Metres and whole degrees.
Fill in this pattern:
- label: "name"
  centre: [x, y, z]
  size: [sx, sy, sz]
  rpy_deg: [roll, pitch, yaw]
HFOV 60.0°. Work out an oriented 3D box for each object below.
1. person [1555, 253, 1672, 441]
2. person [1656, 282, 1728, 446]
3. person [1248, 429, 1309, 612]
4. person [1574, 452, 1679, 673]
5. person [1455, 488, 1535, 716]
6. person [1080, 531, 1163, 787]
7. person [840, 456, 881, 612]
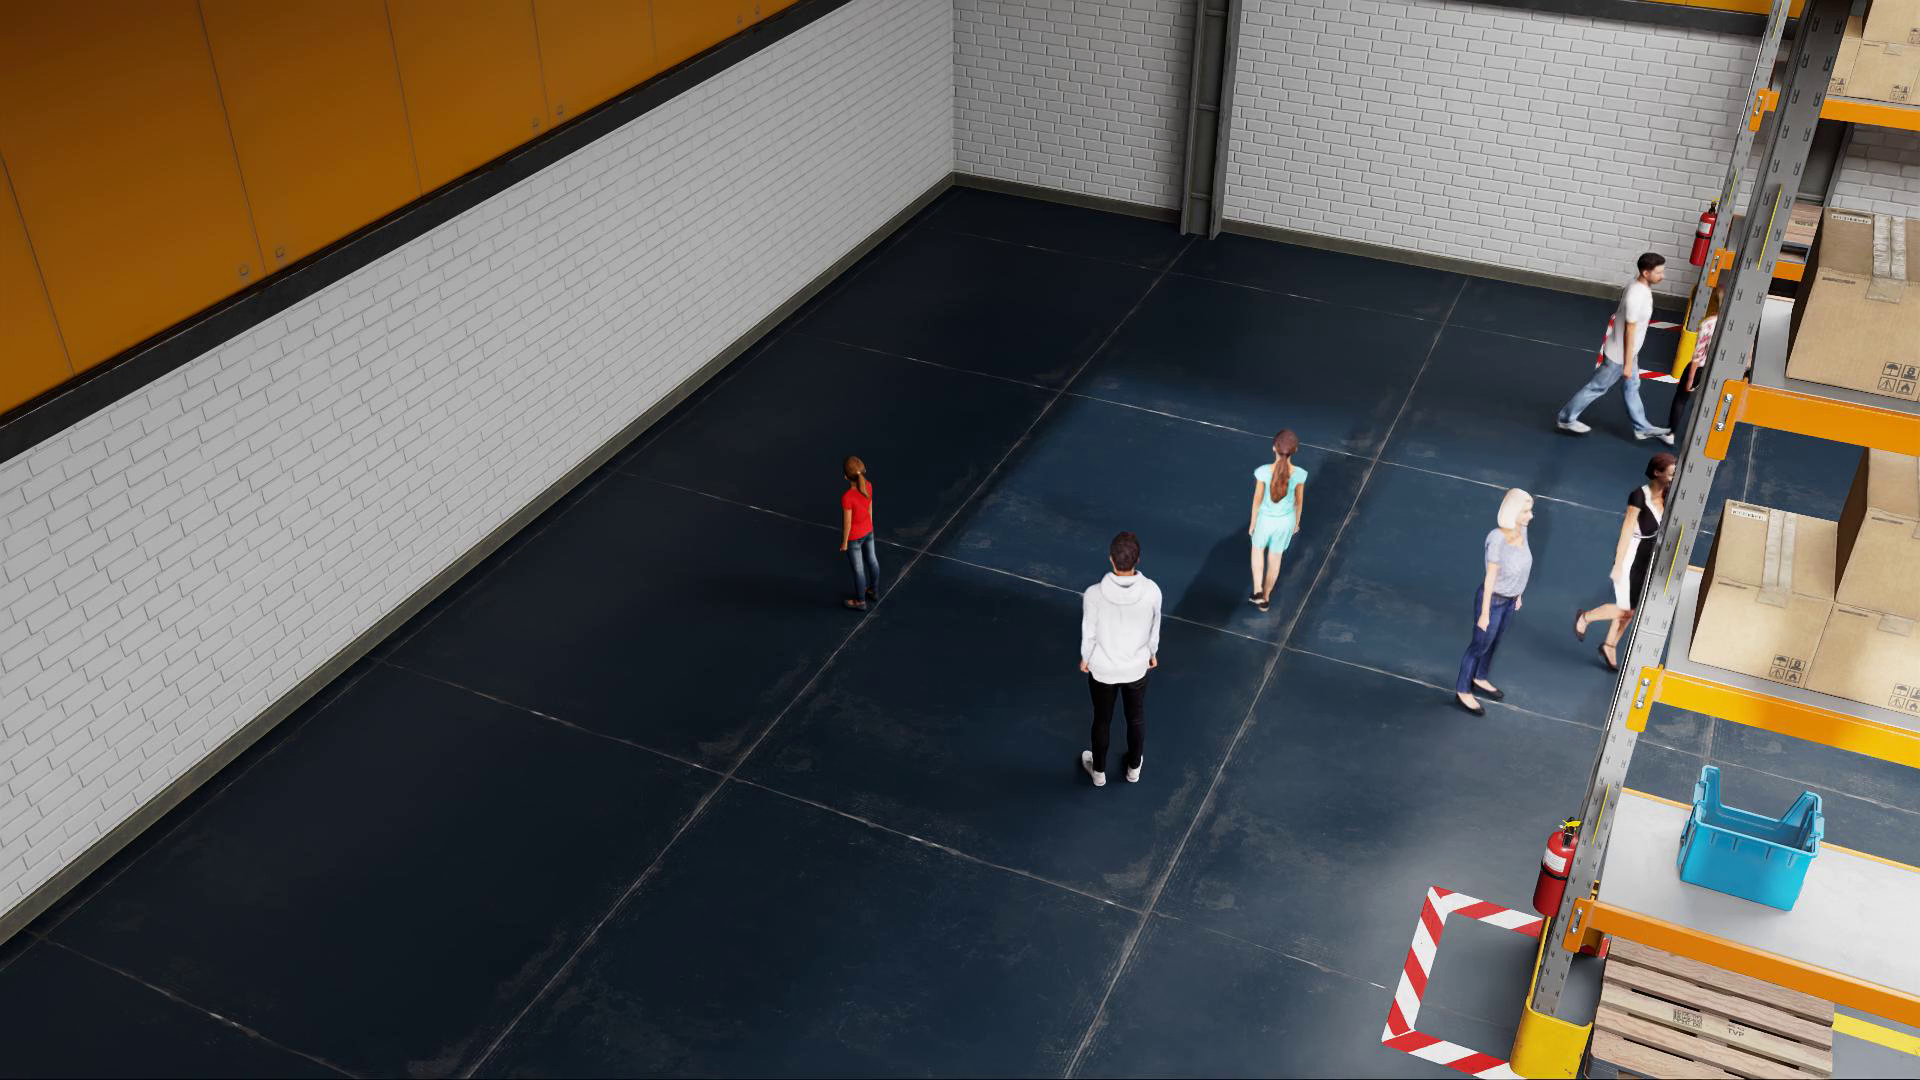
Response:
- label: "person"
  centre: [5.691, -1.670, 14.545]
  size: [1.169, 1.802, 0.693]
  rpy_deg: [12, 35, 17]
- label: "person"
  centre: [6.504, -1.423, 14.352]
  size: [0.975, 1.606, 0.972]
  rpy_deg: [-6, 34, -9]
- label: "person"
  centre: [2.351, -0.101, 12.414]
  size: [0.617, 1.550, 0.681]
  rpy_deg: [5, 34, 7]
- label: "person"
  centre: [4.722, 0.134, 11.846]
  size: [0.777, 1.786, 0.852]
  rpy_deg: [-21, 39, -29]
- label: "person"
  centre: [3.703, 0.393, 11.515]
  size: [0.651, 1.722, 0.631]
  rpy_deg: [-29, 43, -36]
- label: "person"
  centre: [1.036, 0.784, 10.739]
  size: [0.740, 1.930, 0.841]
  rpy_deg: [-4, 34, -7]
- label: "person"
  centre: [-0.752, -0.053, 12.558]
  size: [0.546, 1.310, 0.529]
  rpy_deg: [24, 41, 32]
